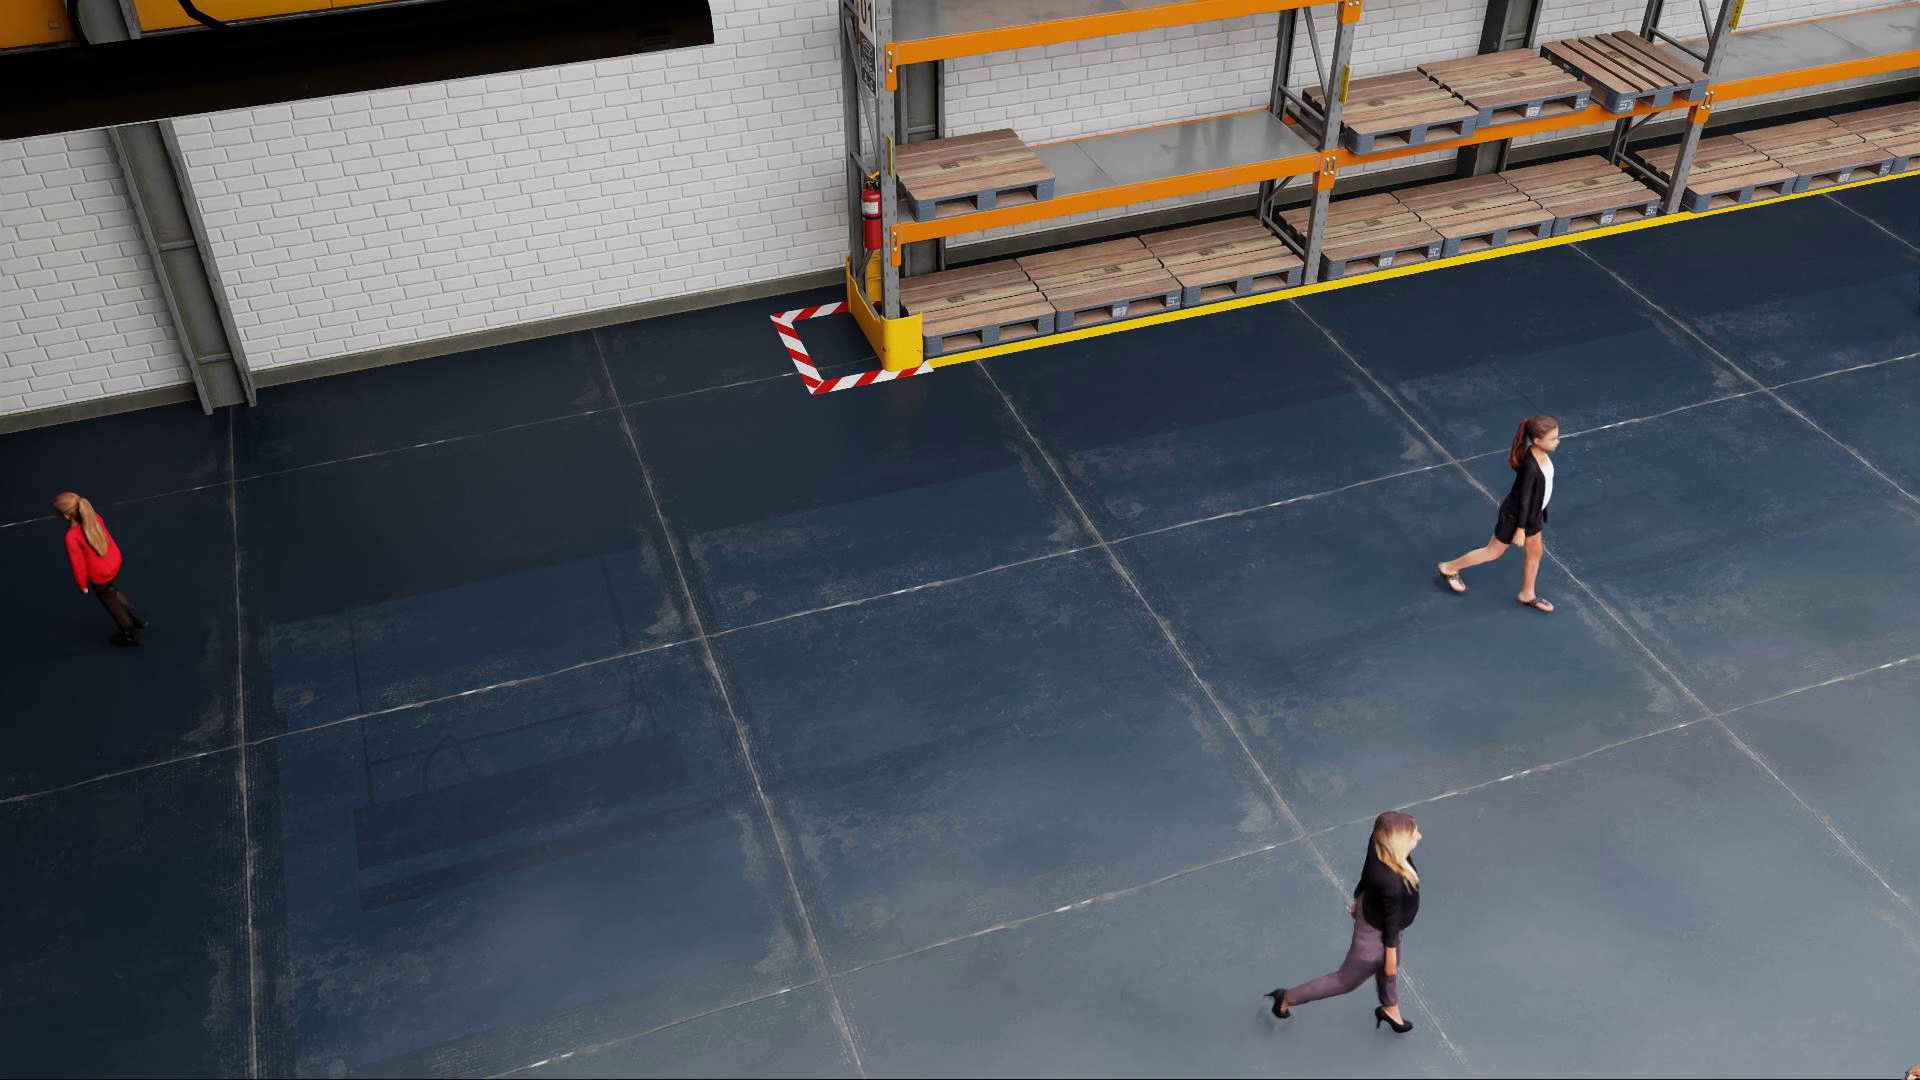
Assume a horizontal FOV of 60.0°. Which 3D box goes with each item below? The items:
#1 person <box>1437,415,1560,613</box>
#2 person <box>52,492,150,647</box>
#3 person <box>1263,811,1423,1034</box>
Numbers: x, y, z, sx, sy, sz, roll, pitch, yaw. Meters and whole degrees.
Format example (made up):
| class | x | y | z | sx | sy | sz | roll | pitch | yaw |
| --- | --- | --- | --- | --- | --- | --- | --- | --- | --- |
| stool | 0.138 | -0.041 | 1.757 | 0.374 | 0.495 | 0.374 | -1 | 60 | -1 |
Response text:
| class | x | y | z | sx | sy | sz | roll | pitch | yaw |
| --- | --- | --- | --- | --- | --- | --- | --- | --- | --- |
| person | 3.715 | -0.198 | 11.263 | 1.042 | 1.531 | 1.023 | 20 | 43 | 23 |
| person | -5.615 | 0.199 | 10.971 | 0.609 | 1.275 | 0.584 | 3 | 39 | 4 |
| person | 2.009 | 1.991 | 8.435 | 1.123 | 1.640 | 0.906 | 5 | 39 | 6 |
